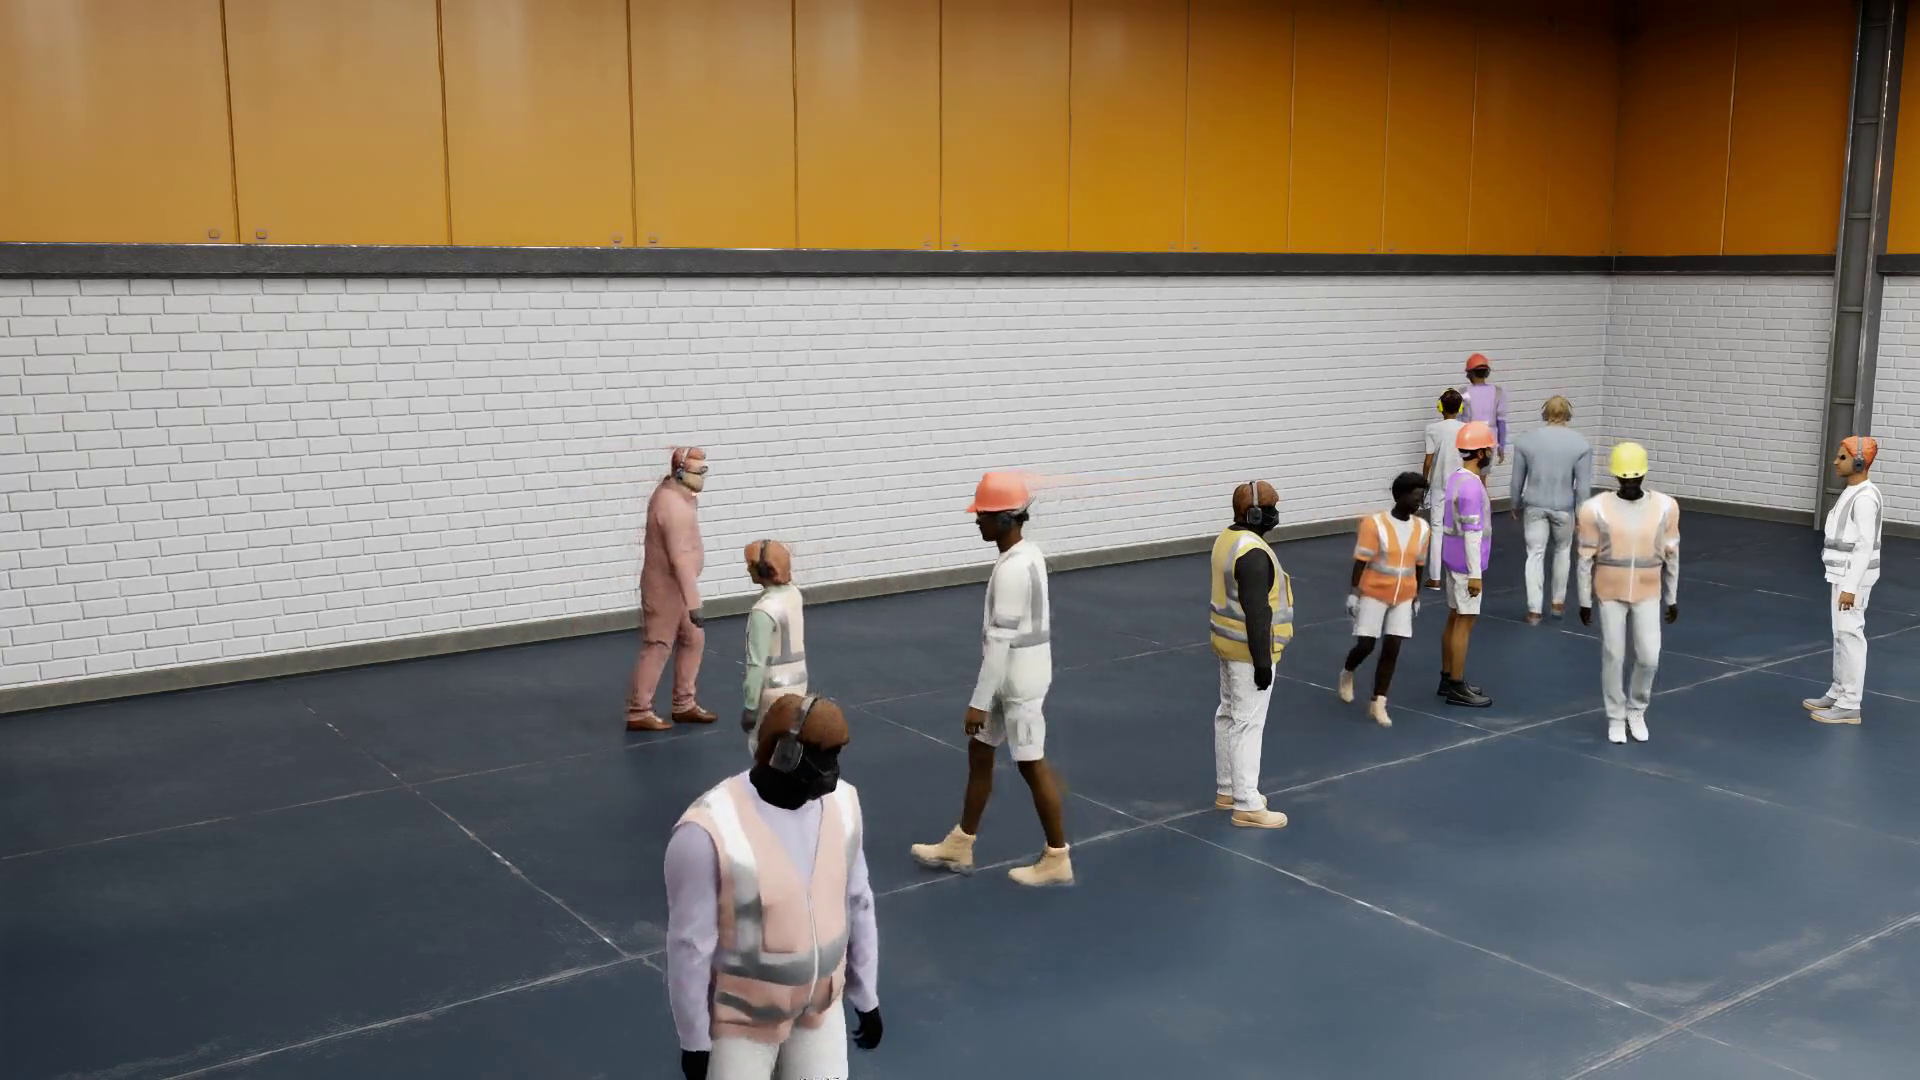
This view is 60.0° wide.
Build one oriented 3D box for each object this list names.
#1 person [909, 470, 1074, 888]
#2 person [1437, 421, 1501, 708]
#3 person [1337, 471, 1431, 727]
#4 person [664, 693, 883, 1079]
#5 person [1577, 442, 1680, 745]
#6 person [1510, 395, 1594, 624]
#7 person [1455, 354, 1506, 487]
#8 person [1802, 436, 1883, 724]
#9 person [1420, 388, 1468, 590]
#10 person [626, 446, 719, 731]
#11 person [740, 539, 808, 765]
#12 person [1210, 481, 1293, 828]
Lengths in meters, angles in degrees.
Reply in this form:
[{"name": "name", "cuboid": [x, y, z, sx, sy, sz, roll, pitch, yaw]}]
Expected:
[{"name": "person", "cuboid": [0.131, 0.676, 7.903, 0.931, 2.003, 0.636, 1, 9, 5]}, {"name": "person", "cuboid": [3.470, 0.158, 11.317, 0.352, 1.939, 0.552, 1, 9, 6]}, {"name": "person", "cuboid": [2.763, 0.360, 10.895, 0.599, 1.665, 0.522, -2, 9, -12]}, {"name": "person", "cuboid": [-0.526, 1.312, 4.655, 0.639, 1.808, 0.437, -8, 12, -40]}, {"name": "person", "cuboid": [4.143, 0.335, 10.325, 0.611, 1.901, 0.427, 2, 9, 14]}, {"name": "person", "cuboid": [4.983, -0.270, 14.065, 0.647, 1.909, 0.843, 3, 10, 20]}, {"name": "person", "cuboid": [5.773, -1.075, 18.718, 0.639, 2.030, 0.686, 0, 9, -3]}, {"name": "person", "cuboid": [5.804, 0.259, 10.878, 0.355, 1.882, 0.576, 3, 10, 20]}, {"name": "person", "cuboid": [4.506, -0.467, 15.397, 0.532, 1.869, 0.311, 0, 9, -3]}, {"name": "person", "cuboid": [-1.824, 0.324, 10.568, 0.702, 1.853, 0.672, -2, 9, -9]}, {"name": "person", "cuboid": [-0.949, 0.799, 8.349, 0.428, 1.624, 0.530, 2, 9, 12]}, {"name": "person", "cuboid": [1.557, 0.599, 8.903, 0.429, 1.845, 0.622, -1, 9, -6]}]
